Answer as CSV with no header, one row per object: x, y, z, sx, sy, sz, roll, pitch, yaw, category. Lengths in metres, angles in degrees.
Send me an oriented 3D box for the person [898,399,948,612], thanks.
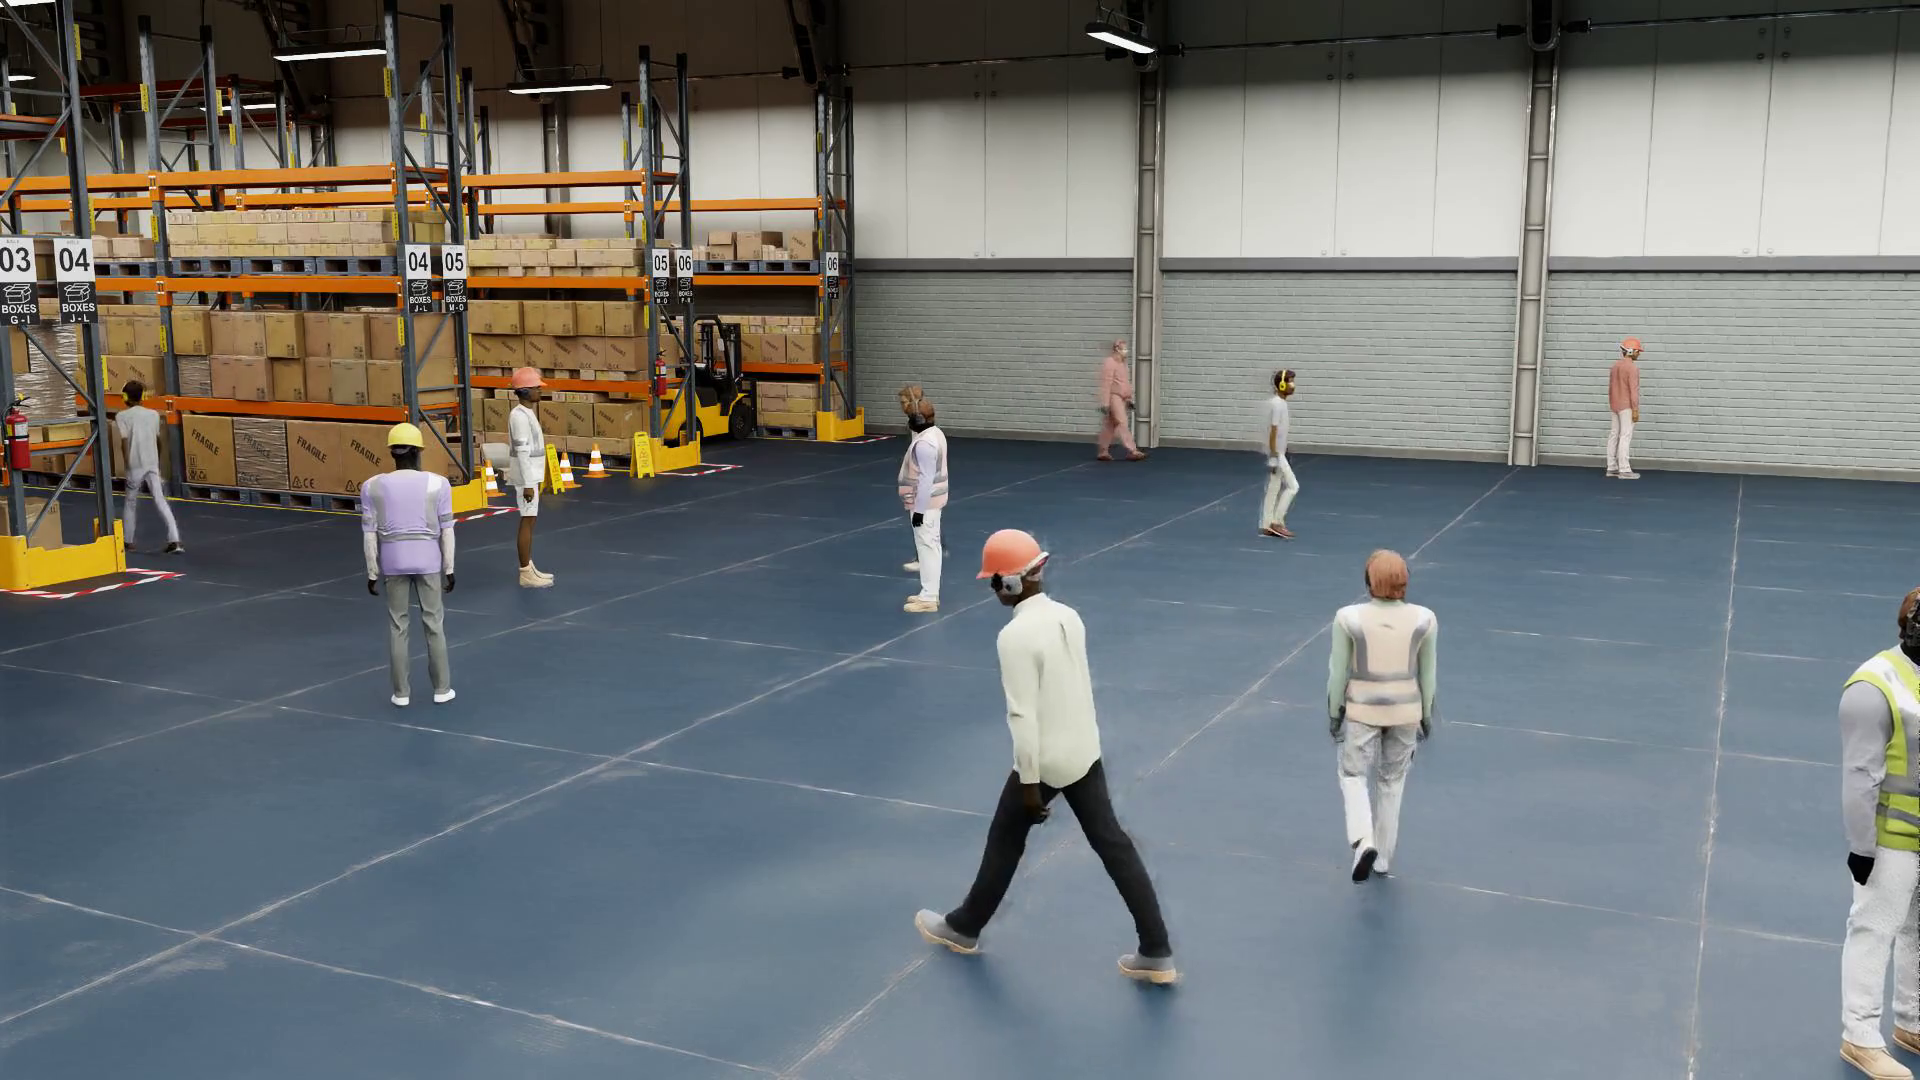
-0.320,-0.297,14.367,0.429,1.838,0.621,1,9,7,person

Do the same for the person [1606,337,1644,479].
9.397,-1.861,23.481,0.392,1.988,0.609,-2,9,-10,person

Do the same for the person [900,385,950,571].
-0.331,-0.615,16.355,0.519,1.822,0.702,0,9,-2,person

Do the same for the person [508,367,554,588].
-3.989,-0.580,15.445,0.364,2.048,0.611,-2,9,-11,person

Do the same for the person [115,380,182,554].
-8.450,-0.750,17.244,0.997,1.816,0.552,6,11,34,person

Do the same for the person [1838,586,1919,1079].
3.479,1.061,6.055,0.629,1.838,0.429,-3,10,-19,person

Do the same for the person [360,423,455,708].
-3.705,0.175,11.217,0.589,1.917,0.391,-2,10,-14,person

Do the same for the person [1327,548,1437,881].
2.020,0.856,7.947,0.519,1.623,0.522,1,9,4,person

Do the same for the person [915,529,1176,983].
0.394,0.899,6.944,1.201,1.885,0.636,6,11,34,person

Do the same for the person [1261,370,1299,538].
3.552,-0.930,18.182,0.527,1.852,0.564,2,10,14,person

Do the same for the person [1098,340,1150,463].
2.509,-2.102,25.321,0.952,1.860,0.679,4,10,26,person
